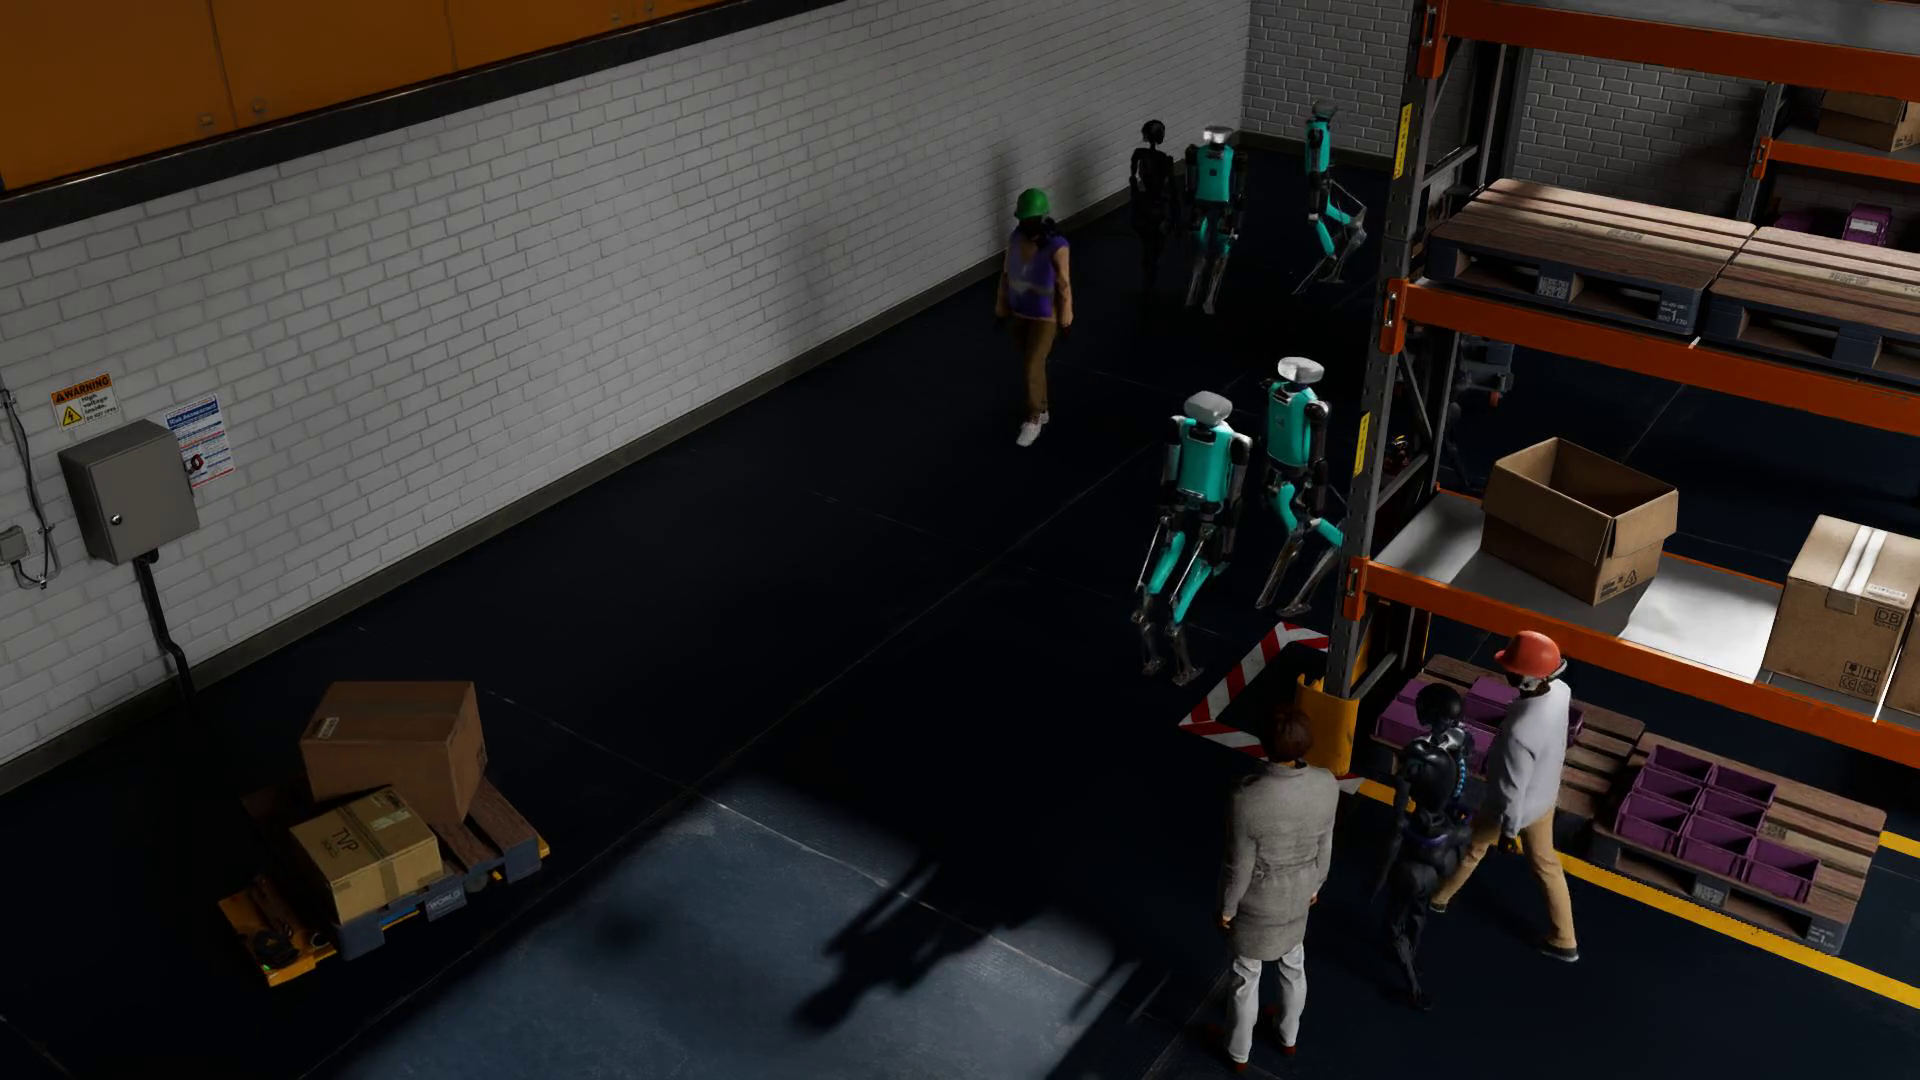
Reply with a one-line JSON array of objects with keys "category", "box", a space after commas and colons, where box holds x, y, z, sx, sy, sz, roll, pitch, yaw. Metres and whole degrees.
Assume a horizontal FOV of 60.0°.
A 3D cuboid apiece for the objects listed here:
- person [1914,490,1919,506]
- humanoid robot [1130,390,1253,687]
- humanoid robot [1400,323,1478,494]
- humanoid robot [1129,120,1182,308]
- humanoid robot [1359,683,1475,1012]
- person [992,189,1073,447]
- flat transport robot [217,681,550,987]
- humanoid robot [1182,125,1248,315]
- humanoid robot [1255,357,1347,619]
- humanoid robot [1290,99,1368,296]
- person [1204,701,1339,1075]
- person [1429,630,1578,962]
[{"category": "person", "box": [6.748, -0.903, 11.024, 0.434, 1.847, 0.610, 24, 37, 35]}, {"category": "humanoid robot", "box": [1.240, 0.054, 9.422, 0.530, 1.728, 0.743, 20, 35, 31]}, {"category": "humanoid robot", "box": [3.317, -1.018, 11.454, 0.766, 1.646, 0.602, -6, 30, -10]}, {"category": "humanoid robot", "box": [1.742, -2.881, 14.620, 0.447, 1.647, 0.600, -21, 36, -32]}, {"category": "humanoid robot", "box": [2.050, 1.355, 7.306, 0.597, 1.646, 0.391, -24, 38, -35]}, {"category": "person", "box": [0.482, -1.632, 12.223, 0.581, 1.906, 0.708, 24, 38, 35]}, {"category": "flat transport robot", "box": [-2.830, 1.635, 8.204, 1.431, 0.231, 0.659, -23, 37, -34]}, {"category": "humanoid robot", "box": [2.211, -2.770, 14.395, 0.551, 1.773, 0.790, 10, 31, 16]}, {"category": "humanoid robot", "box": [2.123, -0.314, 10.108, 0.672, 1.791, 0.547, -19, 35, -29]}, {"category": "humanoid robot", "box": [3.356, -2.990, 14.786, 0.796, 1.804, 0.540, 8, 31, 13]}, {"category": "person", "box": [1.286, 1.460, 6.947, 0.514, 1.828, 0.360, -10, 31, -17]}, {"category": "person", "box": [2.557, 1.148, 7.611, 0.907, 1.699, 0.569, 26, 39, 38]}]
